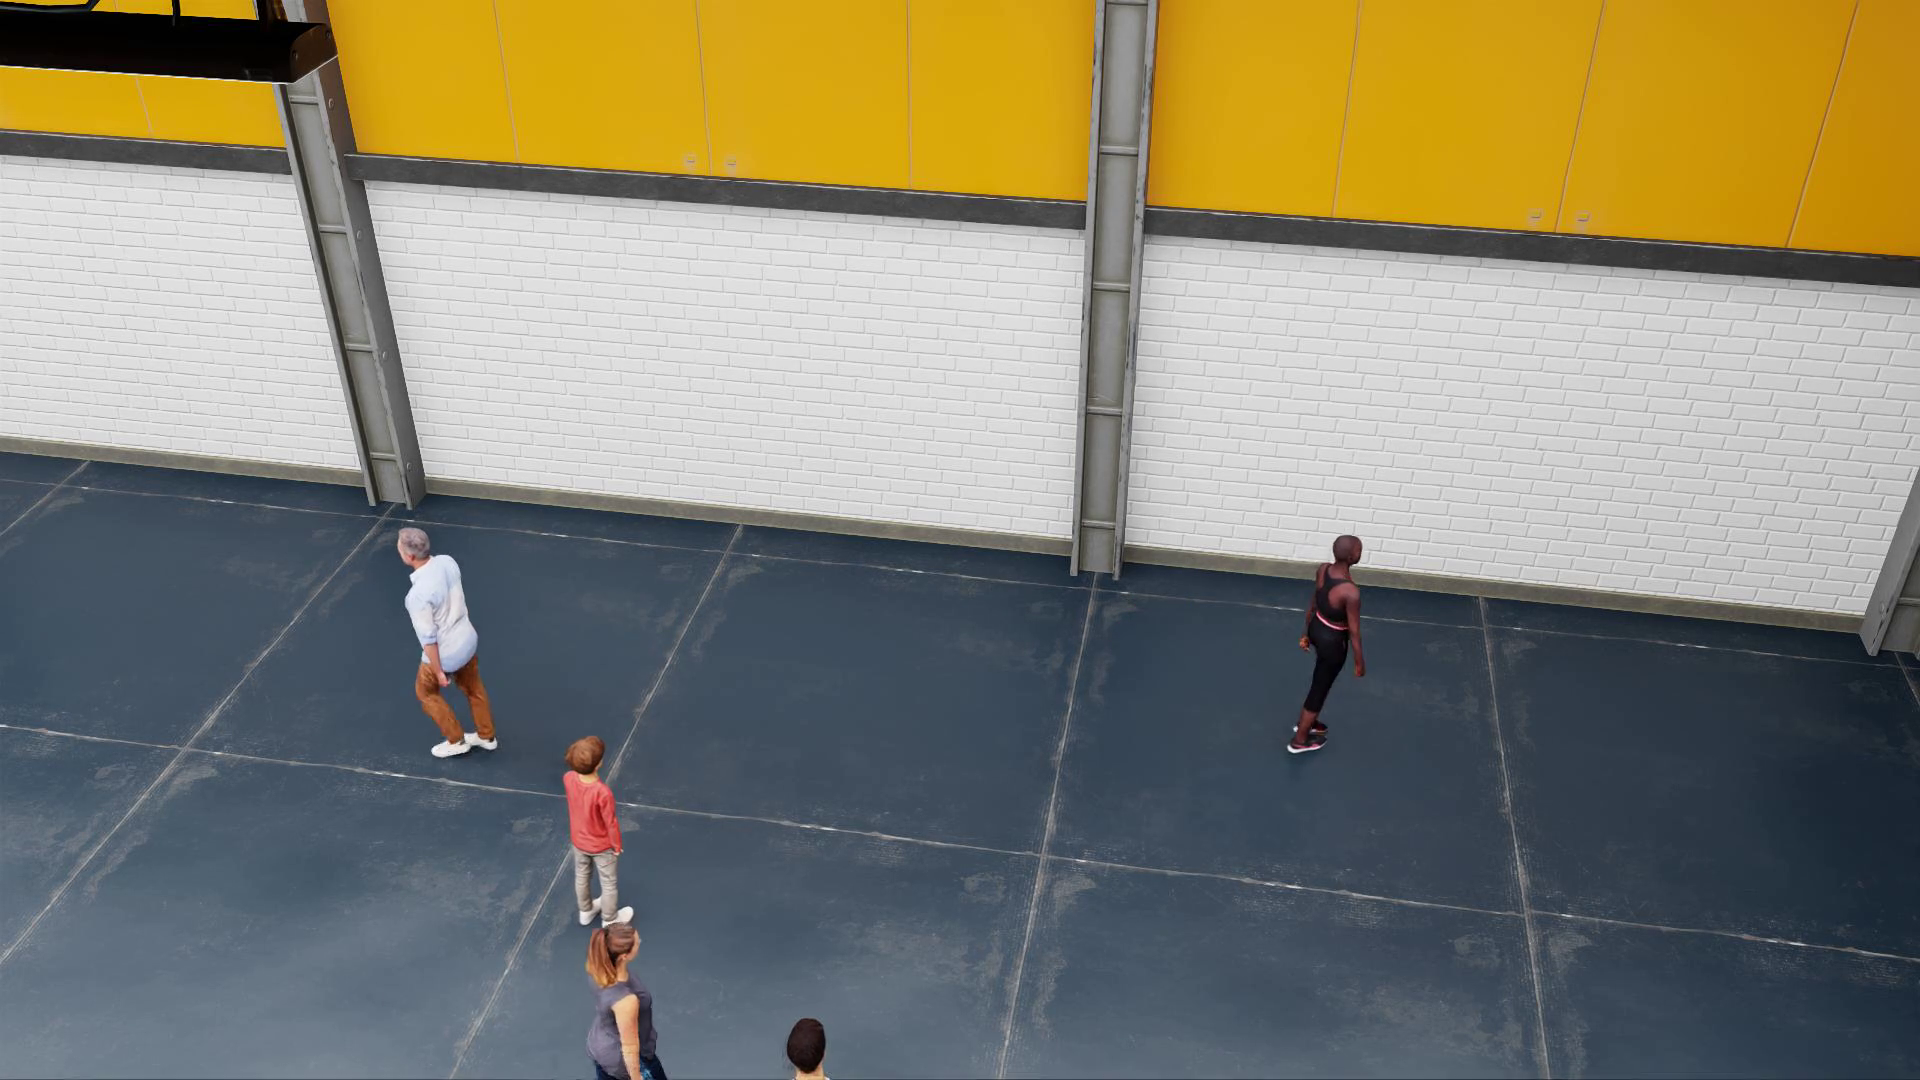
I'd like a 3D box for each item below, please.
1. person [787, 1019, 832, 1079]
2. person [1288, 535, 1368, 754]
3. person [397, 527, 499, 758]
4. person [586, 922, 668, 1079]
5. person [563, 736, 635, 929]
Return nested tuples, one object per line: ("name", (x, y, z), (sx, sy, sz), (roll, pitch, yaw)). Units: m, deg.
("person", (-0.671, 2.913, 7.704), (0.563, 1.785, 0.746), (-1, 34, -1))
("person", (2.352, 0.721, 11.039), (0.790, 1.745, 0.750), (-13, 36, -19))
("person", (-3.306, 0.708, 11.003), (0.689, 1.805, 0.720), (10, 35, 15))
("person", (-1.757, 2.598, 8.259), (1.098, 1.696, 1.052), (-21, 39, -28))
("person", (-2.171, 1.746, 9.795), (0.504, 1.414, 0.624), (16, 37, 23))
